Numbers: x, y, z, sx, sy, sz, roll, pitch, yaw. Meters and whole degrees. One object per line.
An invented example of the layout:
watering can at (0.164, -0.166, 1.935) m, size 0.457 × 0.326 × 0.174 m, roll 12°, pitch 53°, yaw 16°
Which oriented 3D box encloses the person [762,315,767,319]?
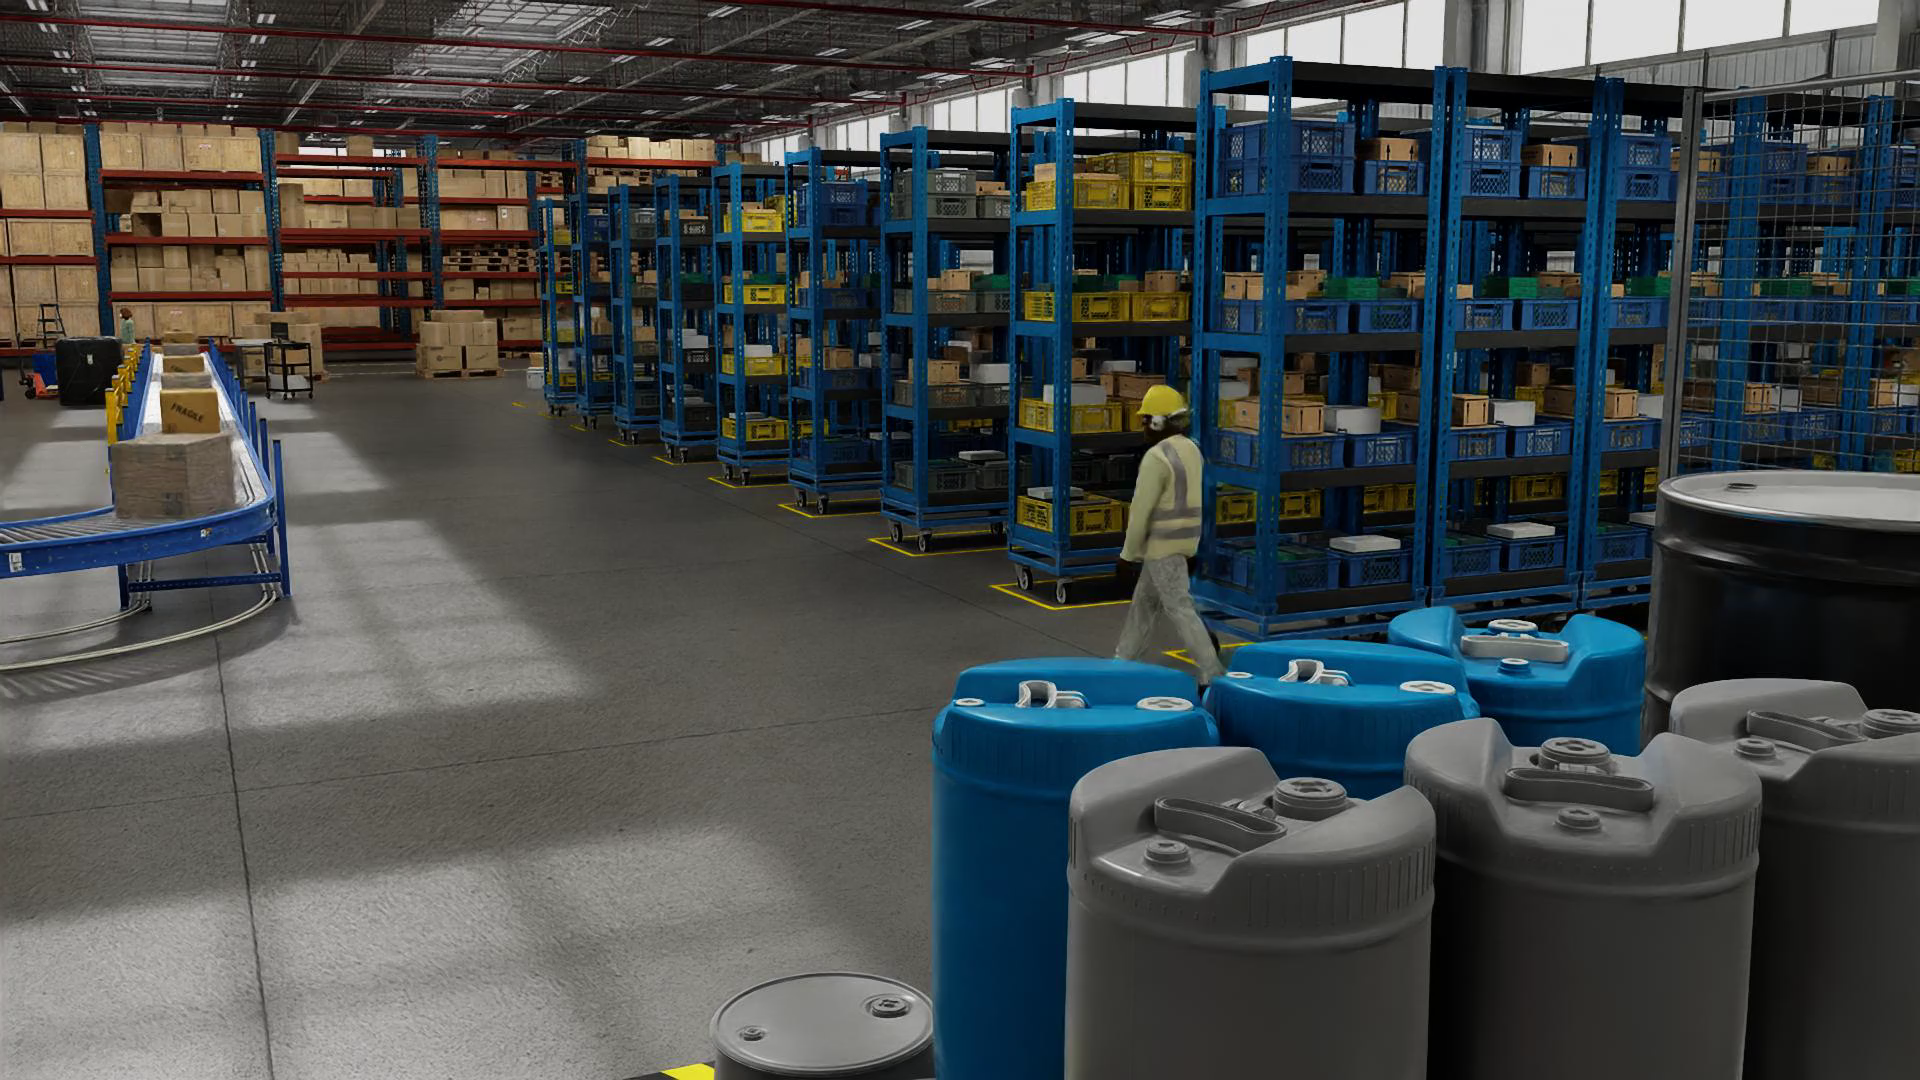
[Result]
person at (-4.179, -4.207, 34.991) m, size 0.508 × 1.969 × 0.650 m, roll 0°, pitch 9°, yaw 1°

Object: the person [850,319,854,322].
person at (-3.472, -7.001, 52.589) m, size 0.778 × 1.899 × 0.691 m, roll 7°, pitch 11°, yaw 37°

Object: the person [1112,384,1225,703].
person at (1.144, 0.023, 9.335) m, size 0.933 × 1.786 × 0.604 m, roll 5°, pitch 10°, yaw 26°

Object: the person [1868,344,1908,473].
person at (7.565, -0.720, 13.833) m, size 0.563 × 1.826 × 0.492 m, roll -5°, pitch 10°, yaw -27°

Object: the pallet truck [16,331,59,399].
pallet truck at (-17.082, -3.353, 31.781) m, size 1.630 × 1.274 × 0.653 m, roll -4°, pitch 10°, yaw -25°

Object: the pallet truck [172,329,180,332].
pallet truck at (-17.275, -3.851, 35.096) m, size 1.601 × 1.201 × 0.680 m, roll 0°, pitch 9°, yaw 1°

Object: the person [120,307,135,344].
person at (-18.421, -4.330, 36.808) m, size 0.500 × 1.633 × 0.282 m, roll 8°, pitch 12°, yaw 40°

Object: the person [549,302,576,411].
person at (-6.913, -3.204, 29.015) m, size 0.667 × 1.890 × 0.564 m, roll 8°, pitch 12°, yaw 42°
